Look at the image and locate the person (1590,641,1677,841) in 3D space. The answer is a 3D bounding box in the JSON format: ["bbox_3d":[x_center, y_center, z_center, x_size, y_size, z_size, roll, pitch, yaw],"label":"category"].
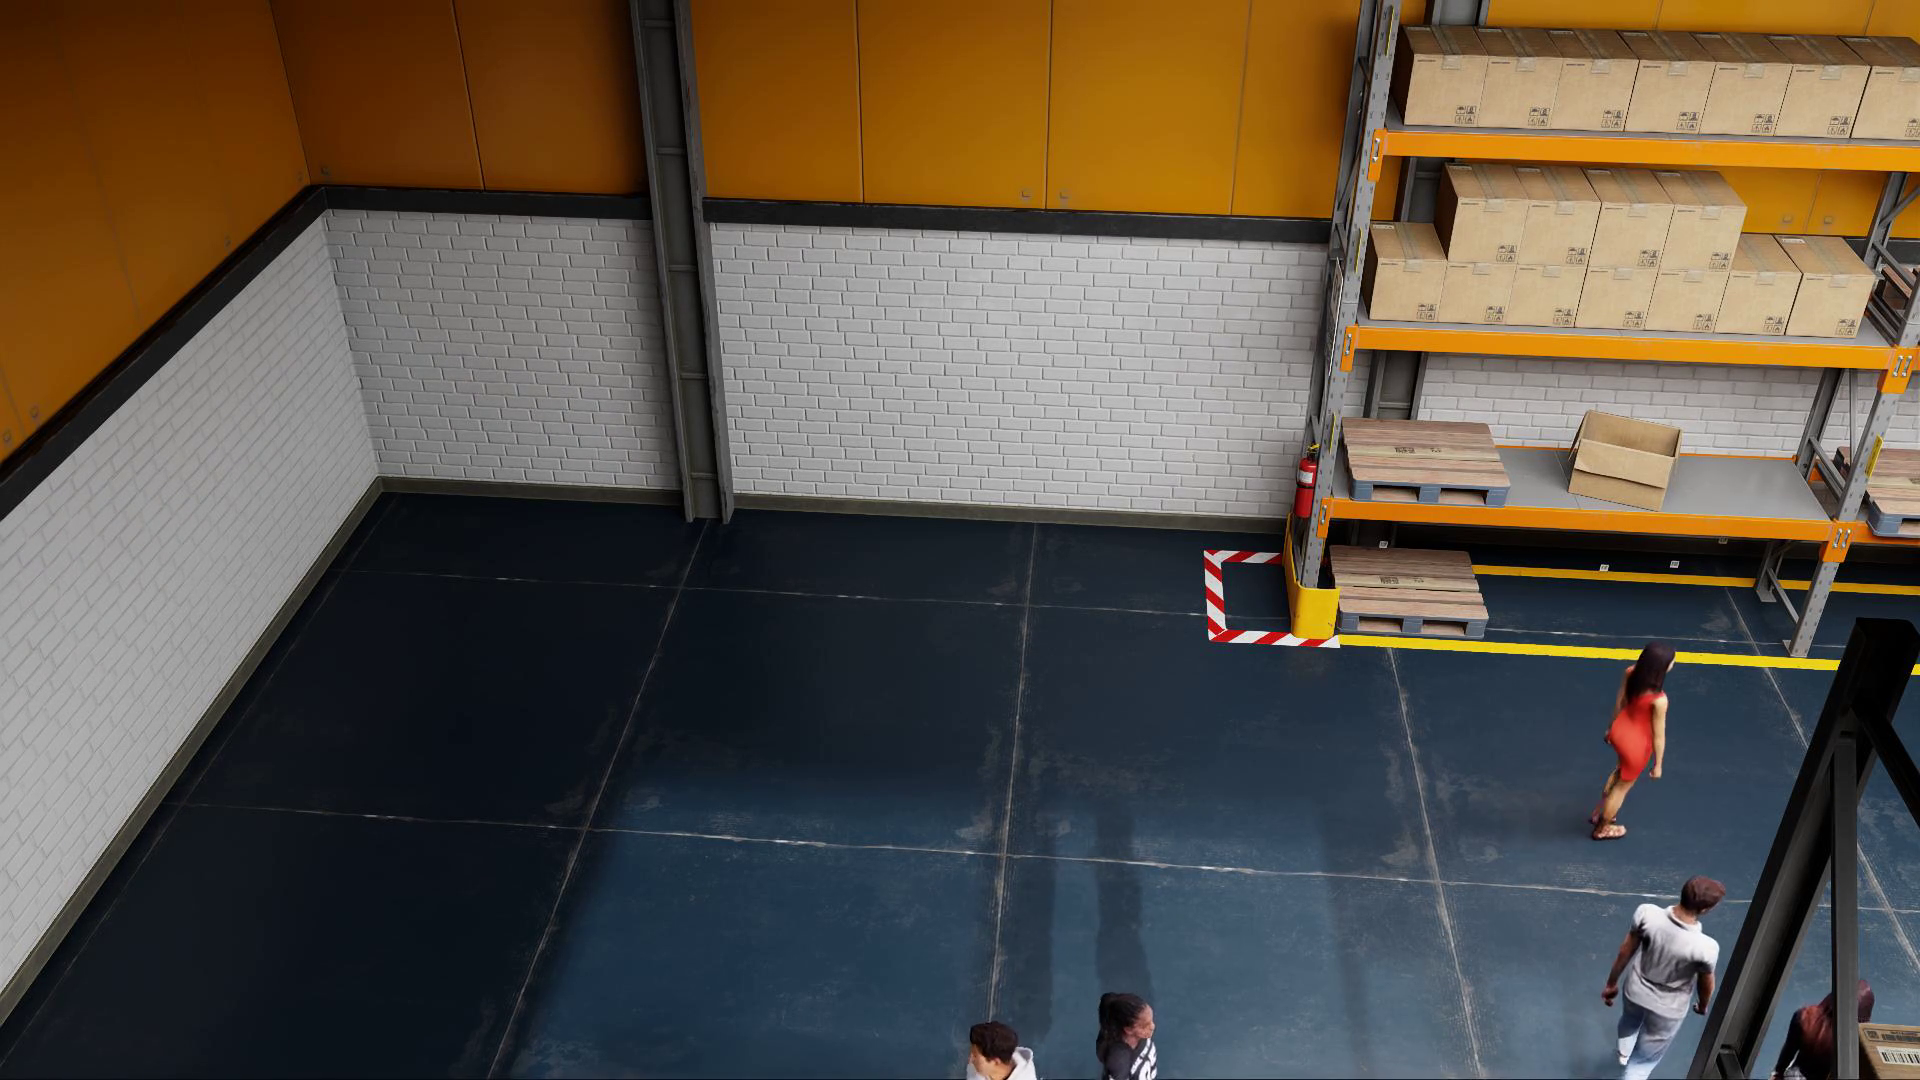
[{"bbox_3d":[4.509,1.402,11.344,0.692,1.706,0.688,-9,35,-13],"label":"person"}]

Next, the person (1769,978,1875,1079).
[{"bbox_3d":[4.608,3.034,9.009,1.072,1.574,0.993,-22,39,-29],"label":"person"}]

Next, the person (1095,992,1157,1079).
[{"bbox_3d":[0.809,3.017,8.903,0.736,1.719,0.710,11,35,17],"label":"person"}]

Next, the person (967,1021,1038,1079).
[{"bbox_3d":[0.305,3.120,8.593,1.310,1.890,1.207,-23,40,-31],"label":"person"}]

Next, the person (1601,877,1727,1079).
[{"bbox_3d":[3.862,2.667,9.359,1.239,1.796,1.182,-27,42,-34],"label":"person"}]
